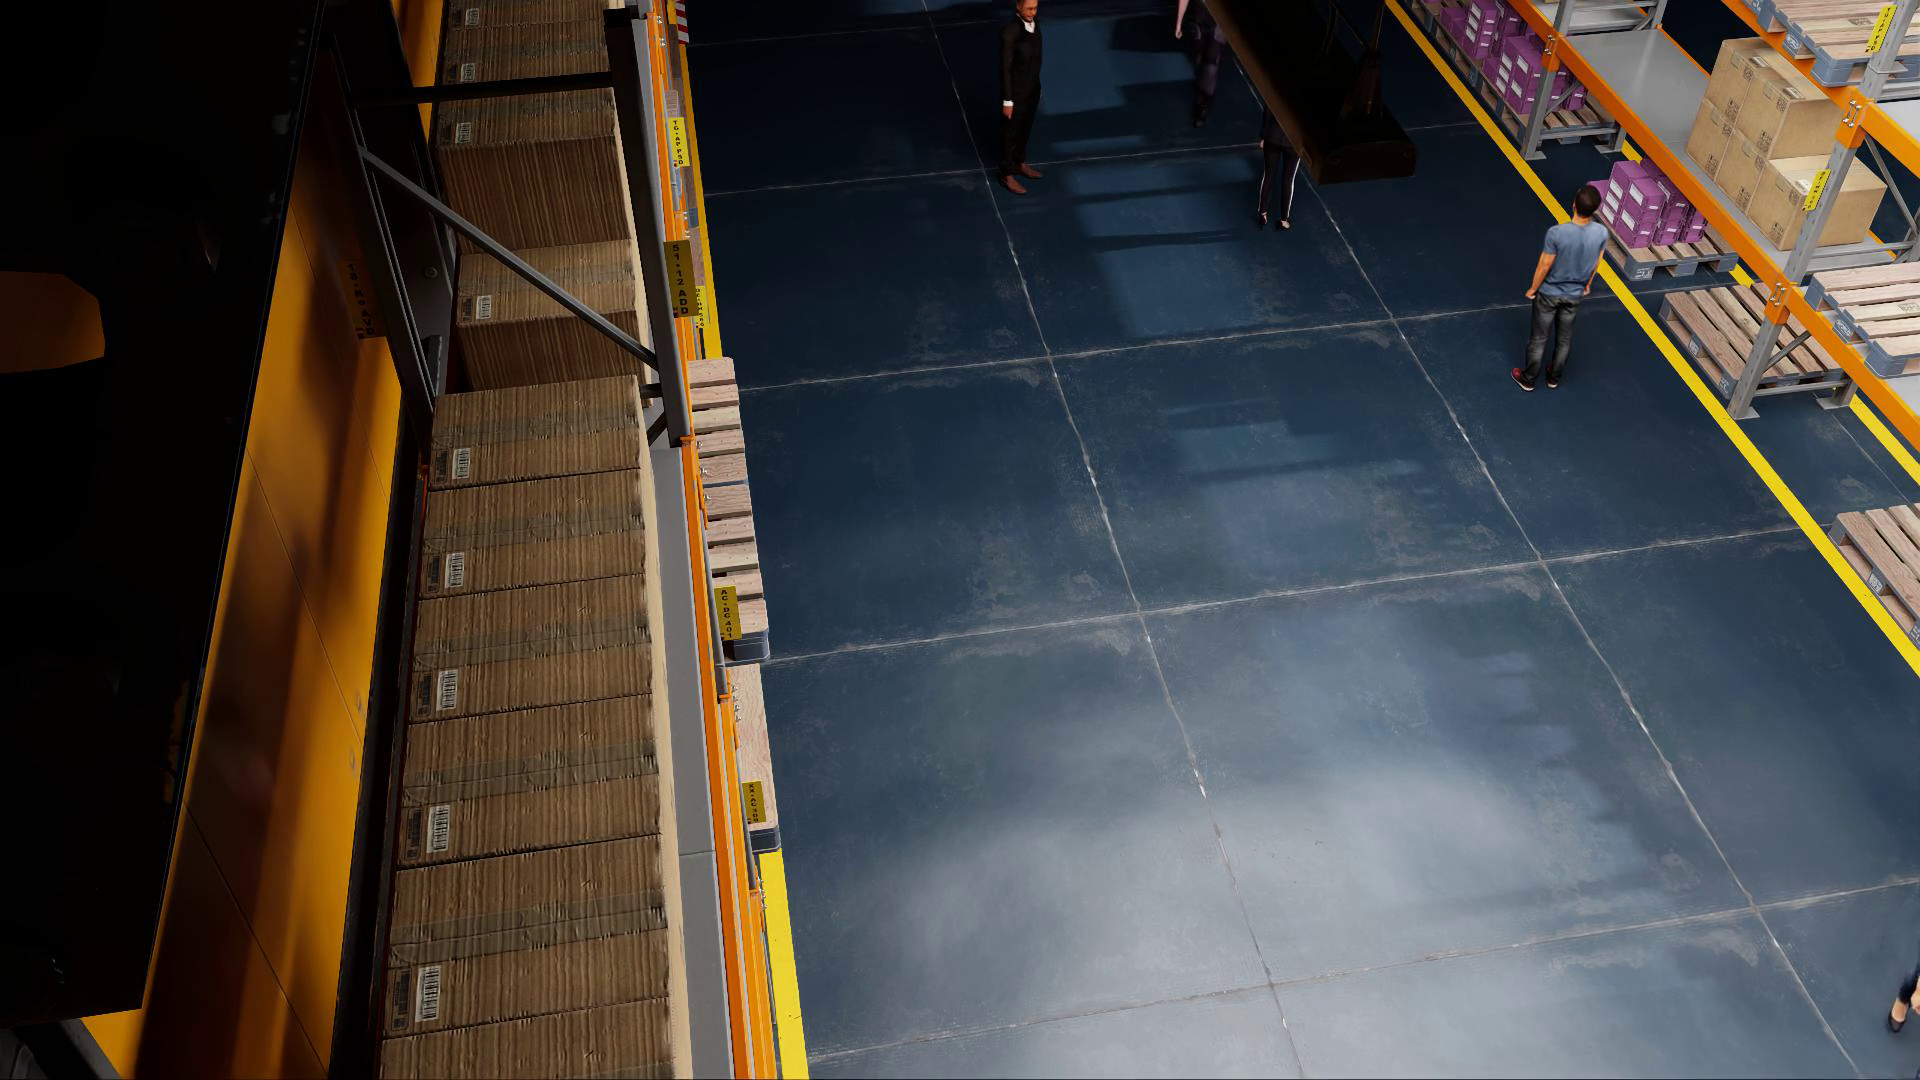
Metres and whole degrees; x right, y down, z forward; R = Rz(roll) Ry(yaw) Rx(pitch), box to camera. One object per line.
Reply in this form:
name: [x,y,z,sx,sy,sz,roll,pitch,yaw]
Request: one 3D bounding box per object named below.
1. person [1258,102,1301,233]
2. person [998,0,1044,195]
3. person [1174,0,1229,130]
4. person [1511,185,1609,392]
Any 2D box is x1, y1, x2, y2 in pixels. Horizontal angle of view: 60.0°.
person: [2.841,-3.483,14.636,0.695,1.705,0.722,19,47,19]
person: [0.543,-4.114,15.155,0.855,1.902,0.787,24,49,23]
person: [2.445,-5.039,16.188,1.034,1.817,1.151,16,46,16]
person: [4.684,-1.945,12.945,0.664,1.810,0.569,-3,44,-3]
